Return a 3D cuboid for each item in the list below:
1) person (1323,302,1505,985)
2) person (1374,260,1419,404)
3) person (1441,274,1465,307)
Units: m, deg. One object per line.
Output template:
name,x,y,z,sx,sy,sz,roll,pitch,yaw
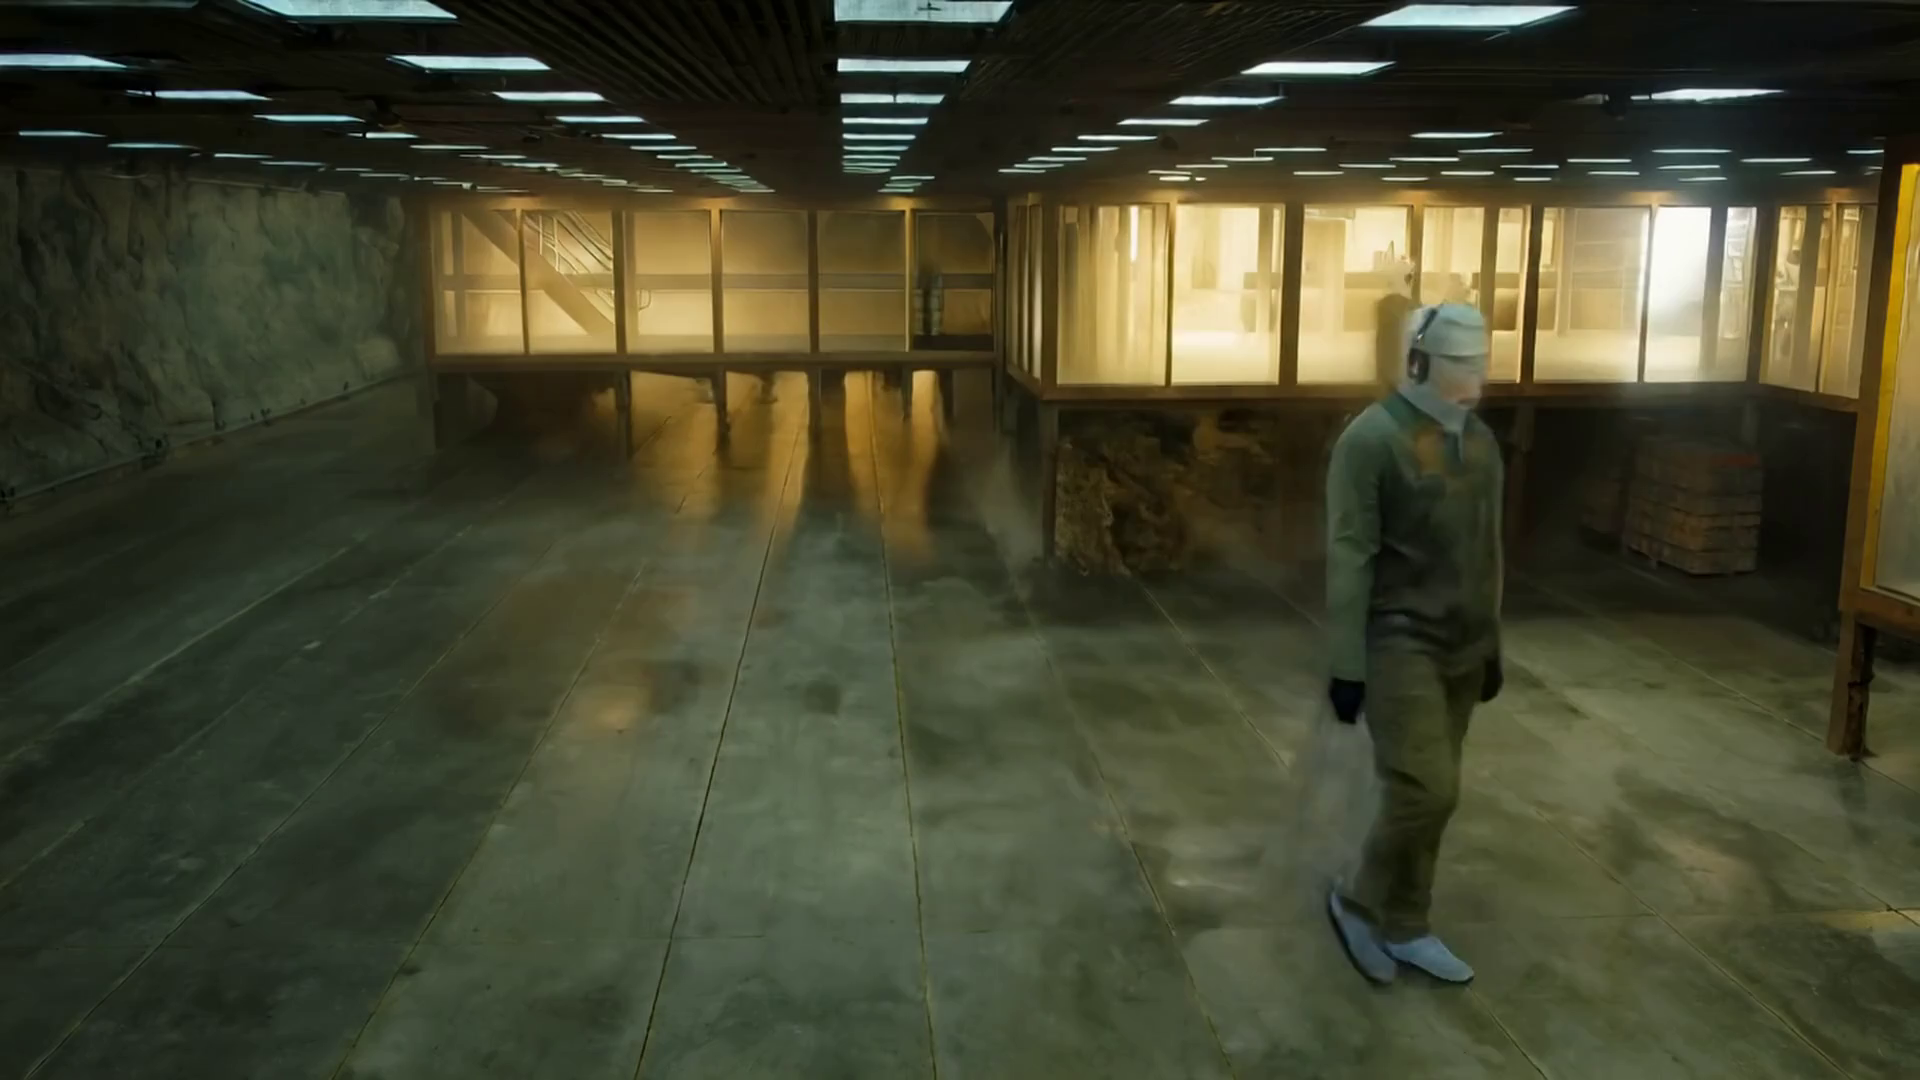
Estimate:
person,1.286,0.305,4.560,0.670,1.894,0.432,-9,14,-40
person,3.794,-1.452,14.185,0.796,1.841,0.563,-7,12,-32
person,5.461,-2.180,18.706,0.607,1.617,0.509,2,11,13
